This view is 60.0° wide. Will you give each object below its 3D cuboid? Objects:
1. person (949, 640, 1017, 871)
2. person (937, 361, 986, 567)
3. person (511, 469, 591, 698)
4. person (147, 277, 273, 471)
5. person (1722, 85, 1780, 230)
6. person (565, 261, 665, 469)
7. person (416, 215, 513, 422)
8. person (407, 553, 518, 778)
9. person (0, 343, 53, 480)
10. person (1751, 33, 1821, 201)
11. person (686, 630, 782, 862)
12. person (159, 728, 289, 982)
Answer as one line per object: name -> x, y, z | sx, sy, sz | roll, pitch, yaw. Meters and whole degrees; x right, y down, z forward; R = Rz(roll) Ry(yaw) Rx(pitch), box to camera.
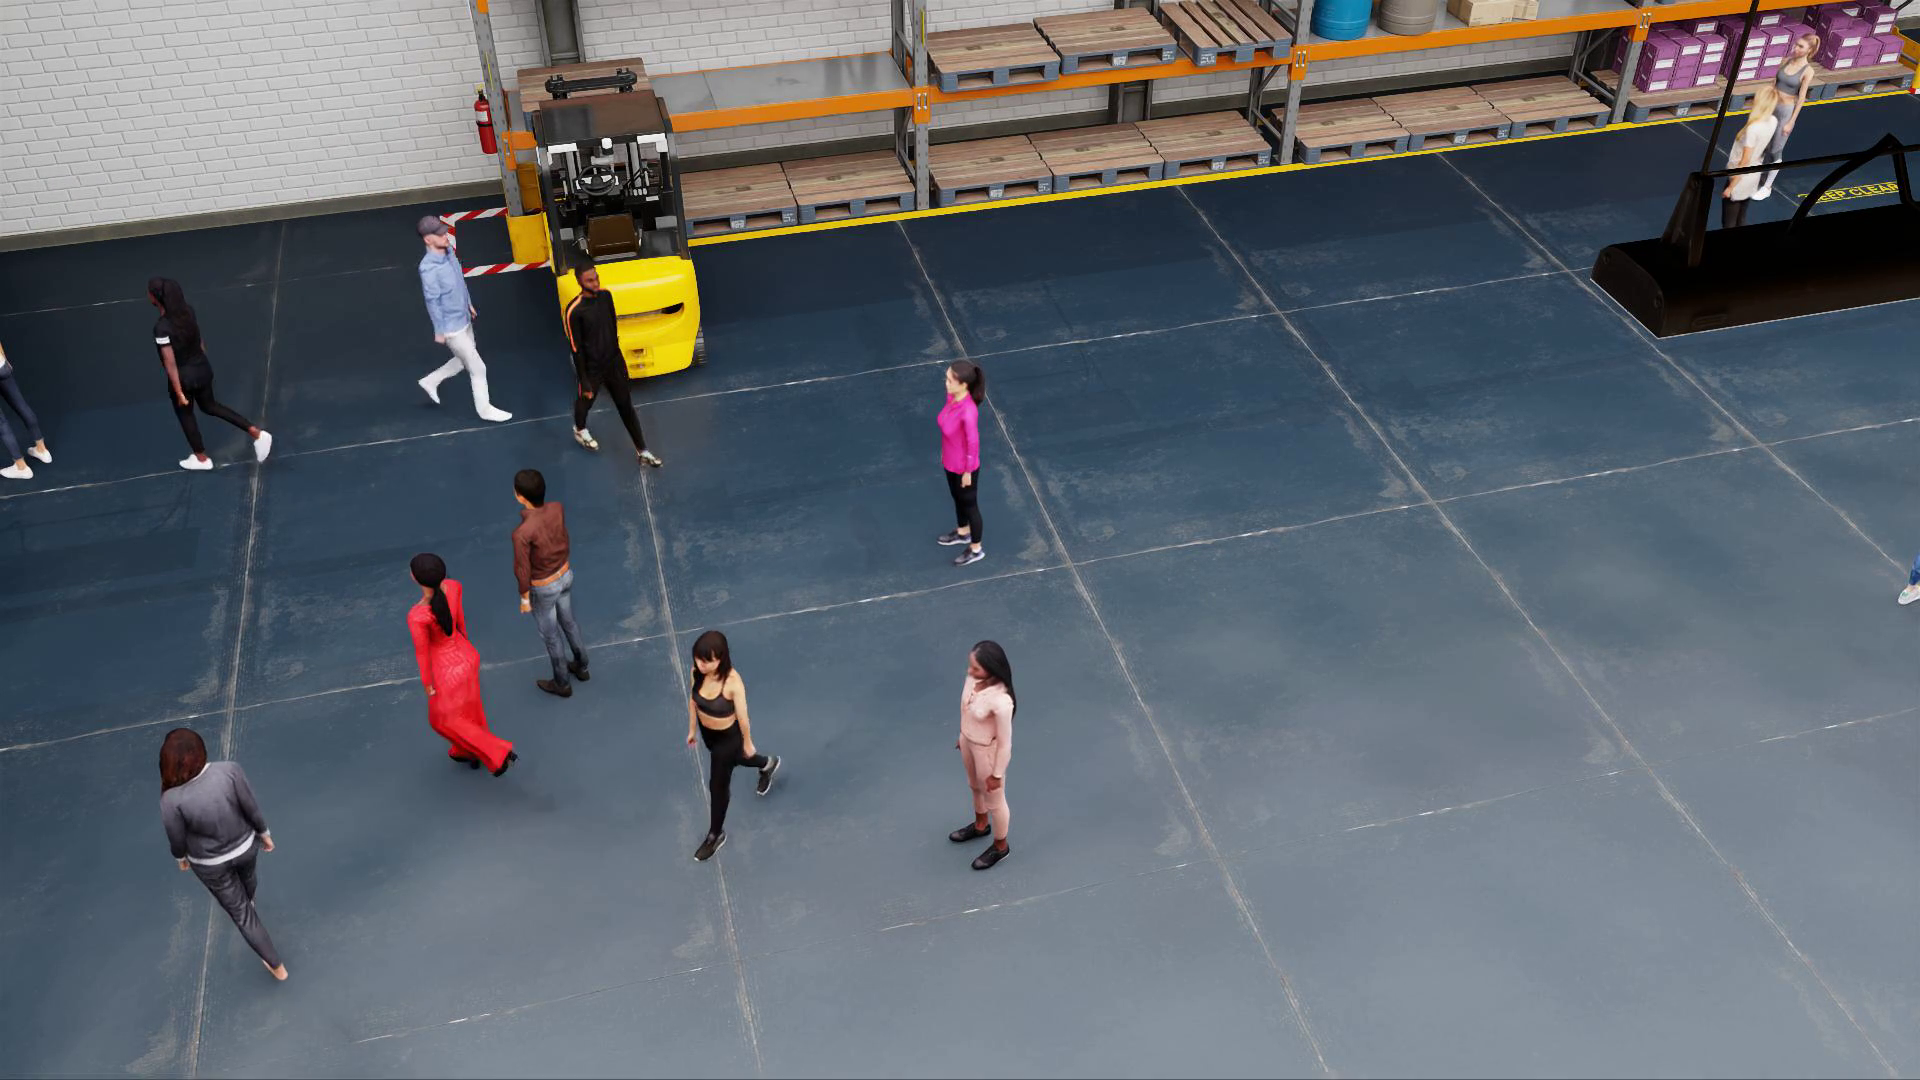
person -> 0.155, 1.243, 9.822 | 0.615, 1.723, 0.664 | -19, 42, -22
person -> 0.021, -0.571, 12.122 | 0.598, 1.698, 0.613 | -15, 41, -18
person -> -2.699, 0.292, 10.969 | 0.754, 1.778, 0.713 | 17, 42, 20
person -> -5.907, -1.260, 12.968 | 1.123, 1.708, 0.891 | 4, 39, 5
person -> 7.295, -3.346, 15.486 | 0.636, 1.825, 0.755 | -32, 48, -33
person -> -2.907, -1.397, 13.101 | 1.164, 1.757, 1.226 | 28, 47, 31
person -> -4.180, -1.799, 13.515 | 1.107, 1.868, 0.855 | 3, 39, 3
person -> -3.098, 0.831, 10.308 | 0.948, 1.772, 0.862 | 13, 41, 16
person -> -7.549, -1.287, 12.923 | 0.681, 1.808, 0.676 | 11, 40, 14
person -> 8.263, -4.273, 16.744 | 0.593, 1.705, 0.602 | -18, 42, -21
person -> -1.389, 1.128, 10.052 | 0.991, 1.615, 1.117 | 25, 45, 28
person -> -4.015, 1.767, 9.171 | 1.109, 1.718, 1.025 | -32, 48, -33
